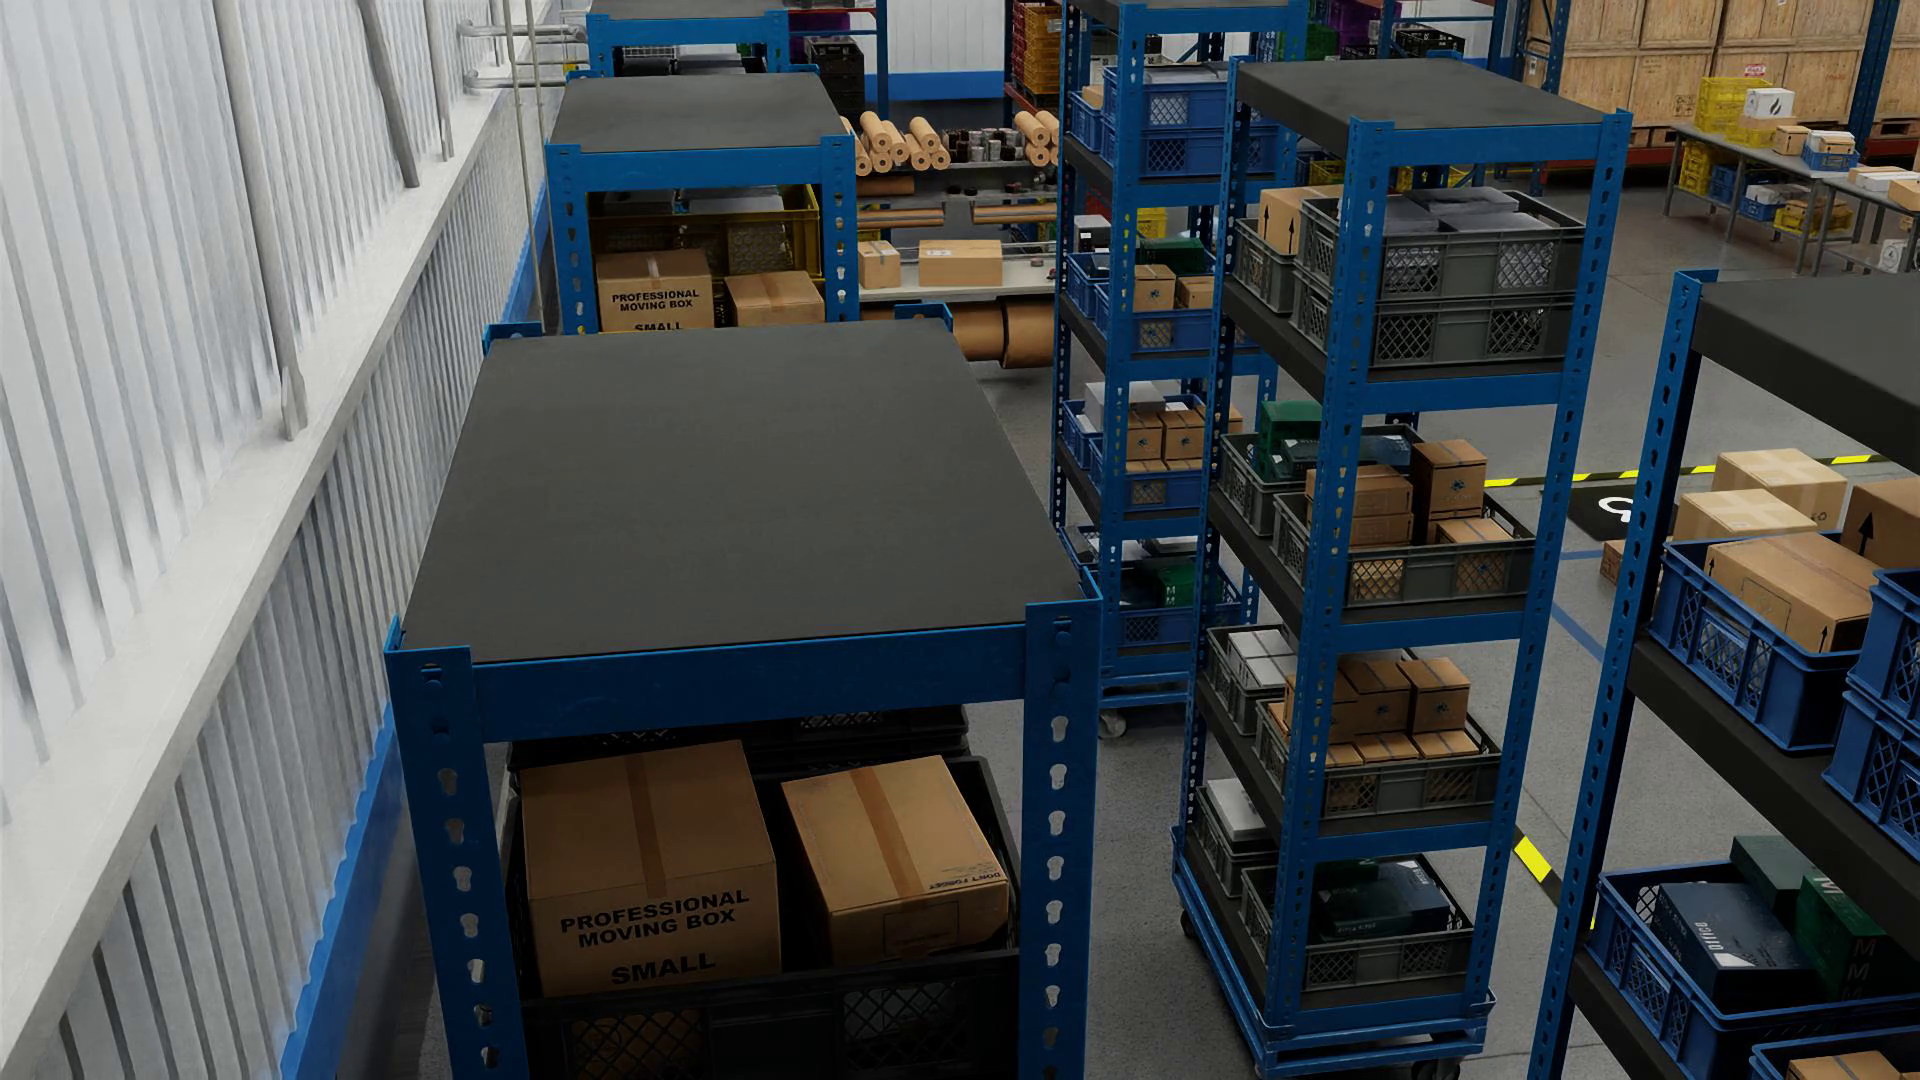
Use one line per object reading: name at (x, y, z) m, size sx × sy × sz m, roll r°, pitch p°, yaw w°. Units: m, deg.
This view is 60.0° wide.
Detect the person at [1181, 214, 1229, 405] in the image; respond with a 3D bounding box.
person at (1.633, -1.272, 11.168) m, size 0.393 × 1.853 × 0.588 m, roll -4°, pitch 25°, yaw -8°

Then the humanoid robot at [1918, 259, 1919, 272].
humanoid robot at (6.588, -1.115, 10.984) m, size 0.551 × 1.790 × 0.799 m, roll 3°, pitch 25°, yaw 6°
